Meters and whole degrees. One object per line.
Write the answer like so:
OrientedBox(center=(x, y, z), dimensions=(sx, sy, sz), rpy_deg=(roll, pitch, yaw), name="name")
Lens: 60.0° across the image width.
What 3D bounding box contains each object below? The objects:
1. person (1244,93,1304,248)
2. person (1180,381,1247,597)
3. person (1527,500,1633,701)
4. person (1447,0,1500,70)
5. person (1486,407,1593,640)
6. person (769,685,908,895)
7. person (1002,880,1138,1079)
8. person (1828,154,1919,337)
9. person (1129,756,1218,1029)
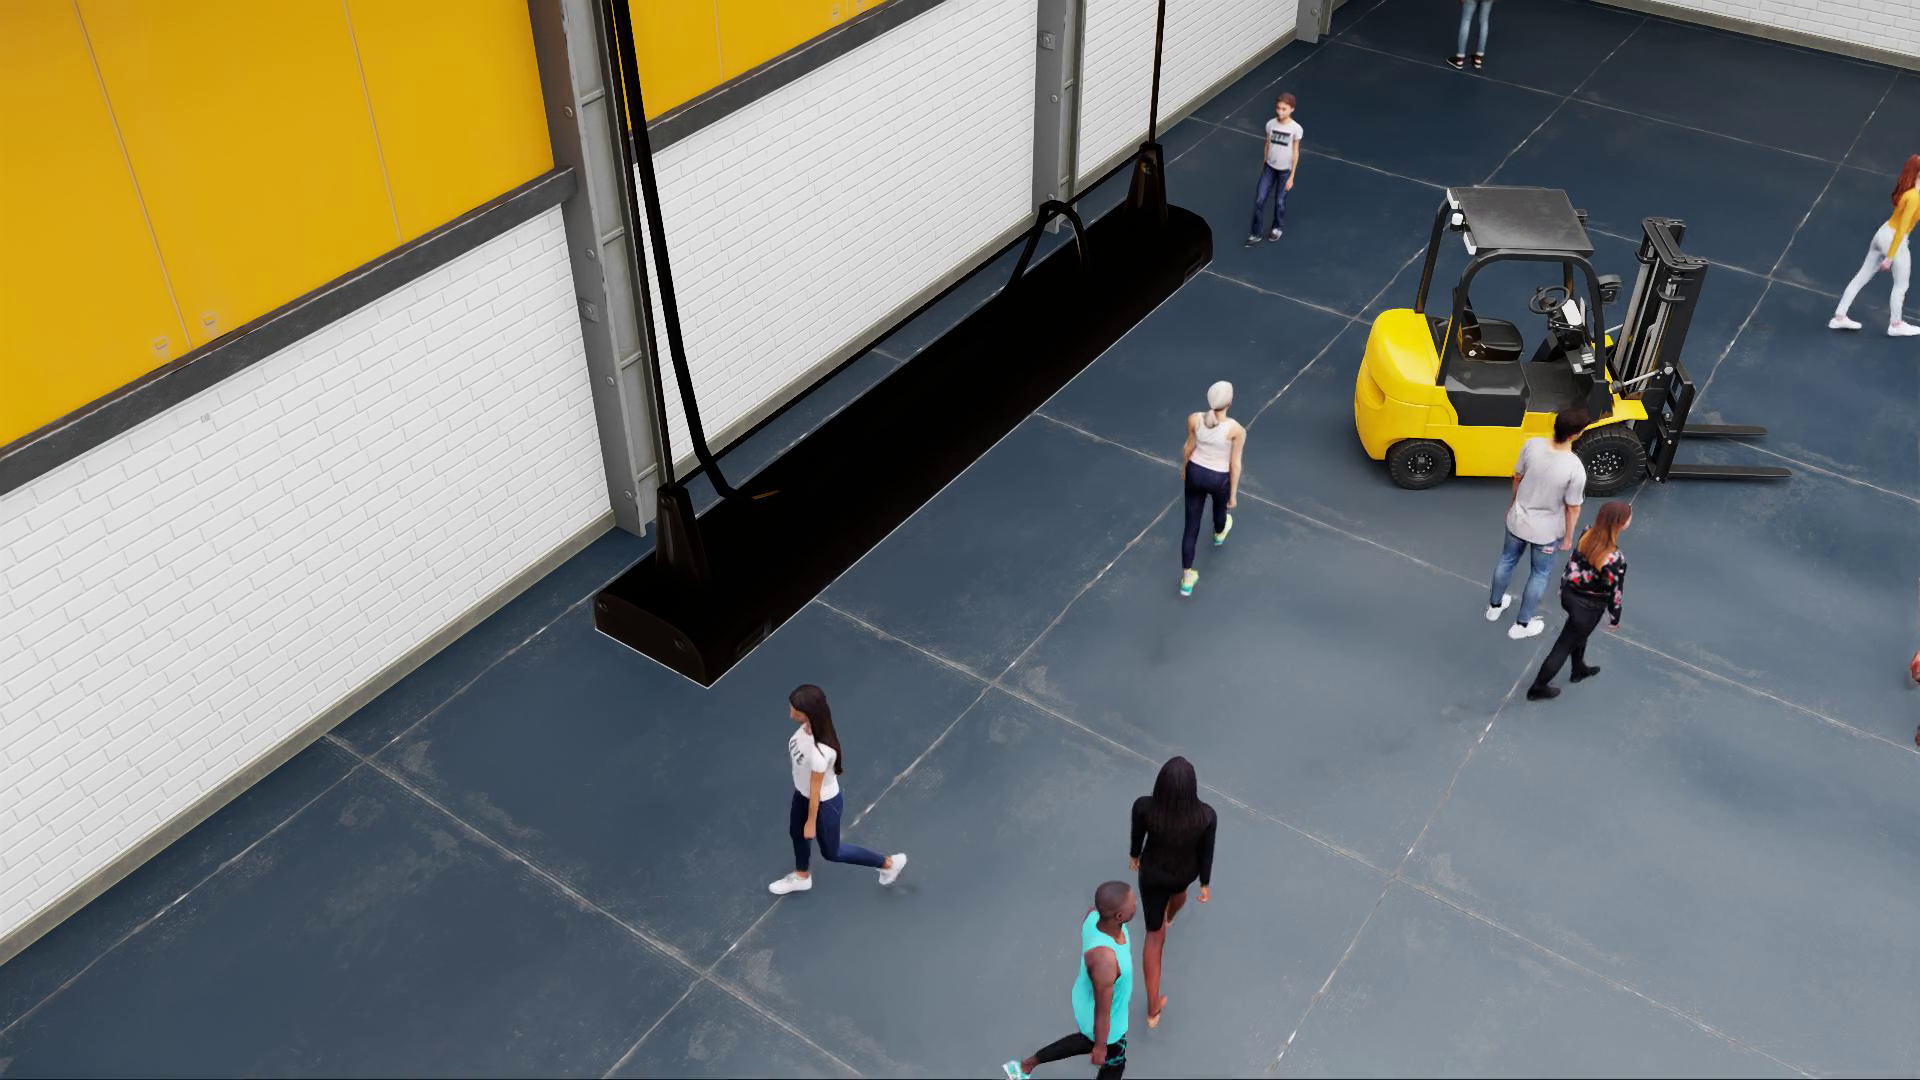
OrientedBox(center=(3.146, -3.647, 16.221), dimensions=(0.580, 1.544, 0.807), rpy_deg=(18, 42, 21), name="person")
OrientedBox(center=(1.756, -0.345, 11.999), dimensions=(0.771, 1.653, 1.183), rpy_deg=(15, 41, 18), name="person")
OrientedBox(center=(4.052, 0.433, 11.018), dimensions=(0.956, 1.661, 0.876), rpy_deg=(-9, 40, -11), name="person")
OrientedBox(center=(6.122, -6.456, 19.519), dimensions=(0.731, 1.818, 0.795), rpy_deg=(-7, 39, -9), name="person")
OrientedBox(center=(4.019, -0.152, 11.575), dimensions=(0.741, 1.881, 0.679), rpy_deg=(30, 47, 32), name="person")
OrientedBox(center=(-0.724, 1.499, 9.615), dimensions=(1.112, 1.747, 0.976), rpy_deg=(-11, 40, -13), name="person")
OrientedBox(center=(0.612, 2.384, 8.478), dimensions=(1.039, 1.783, 1.053), rpy_deg=(4, 39, 5), name="person")
OrientedBox(center=(8.167, -2.604, 14.776), dimensions=(0.920, 1.718, 1.012), rpy_deg=(5, 39, 6), name="person")
OrientedBox(center=(1.125, 1.930, 9.139), dimensions=(1.023, 1.668, 1.316), rpy_deg=(6, 39, 7), name="person")
